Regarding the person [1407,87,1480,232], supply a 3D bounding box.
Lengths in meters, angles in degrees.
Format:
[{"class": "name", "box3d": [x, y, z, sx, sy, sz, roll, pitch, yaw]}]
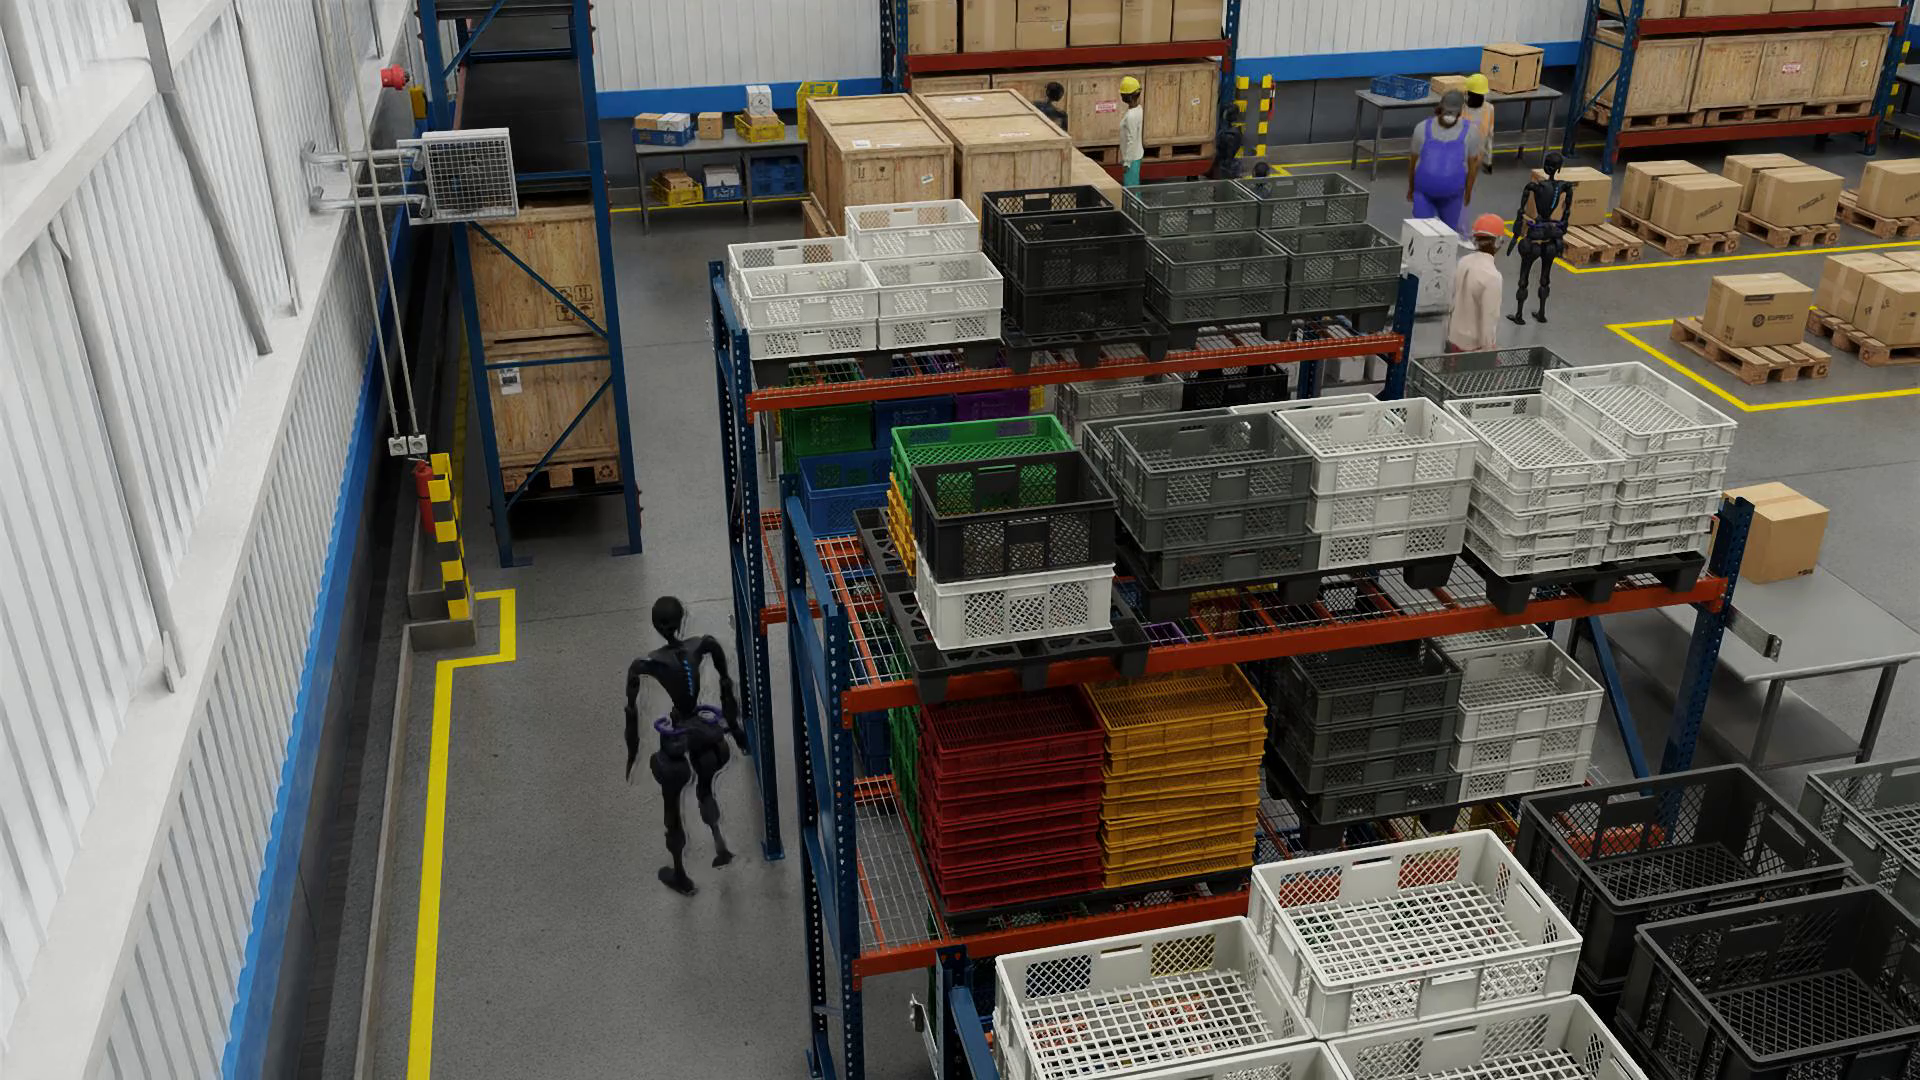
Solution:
[{"class": "person", "box3d": [4.962, -3.699, 17.166, 0.687, 2.000, 0.798, 8, 29, 15]}]

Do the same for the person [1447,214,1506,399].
[{"class": "person", "box3d": [4.276, -1.641, 13.354, 0.752, 1.949, 0.652, -5, 28, -10]}]

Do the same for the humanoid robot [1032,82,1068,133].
[{"class": "humanoid robot", "box3d": [0.910, -4.396, 18.909, 0.629, 1.611, 0.647, 24, 36, 38]}]

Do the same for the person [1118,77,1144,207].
[{"class": "person", "box3d": [1.880, -4.258, 18.520, 0.323, 1.765, 0.529, 6, 28, 11]}]

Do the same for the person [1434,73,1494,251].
[{"class": "person", "box3d": [5.528, -4.214, 18.306, 0.581, 1.885, 0.893, -14, 31, -25]}]

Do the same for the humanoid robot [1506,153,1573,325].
[{"class": "humanoid robot", "box3d": [5.594, -2.916, 16.066, 0.556, 1.652, 0.324, -5, 28, -10]}]

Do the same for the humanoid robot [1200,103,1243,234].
[{"class": "humanoid robot", "box3d": [2.881, -3.922, 18.007, 0.661, 1.637, 0.580, 5, 28, 9]}]

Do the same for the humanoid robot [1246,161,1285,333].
[{"class": "humanoid robot", "box3d": [2.801, -2.783, 15.811, 0.579, 1.651, 0.307, 6, 28, 10]}]

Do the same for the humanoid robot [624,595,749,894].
[{"class": "humanoid robot", "box3d": [-1.392, 1.043, 8.554, 0.677, 1.643, 0.443, -18, 33, -31]}]
